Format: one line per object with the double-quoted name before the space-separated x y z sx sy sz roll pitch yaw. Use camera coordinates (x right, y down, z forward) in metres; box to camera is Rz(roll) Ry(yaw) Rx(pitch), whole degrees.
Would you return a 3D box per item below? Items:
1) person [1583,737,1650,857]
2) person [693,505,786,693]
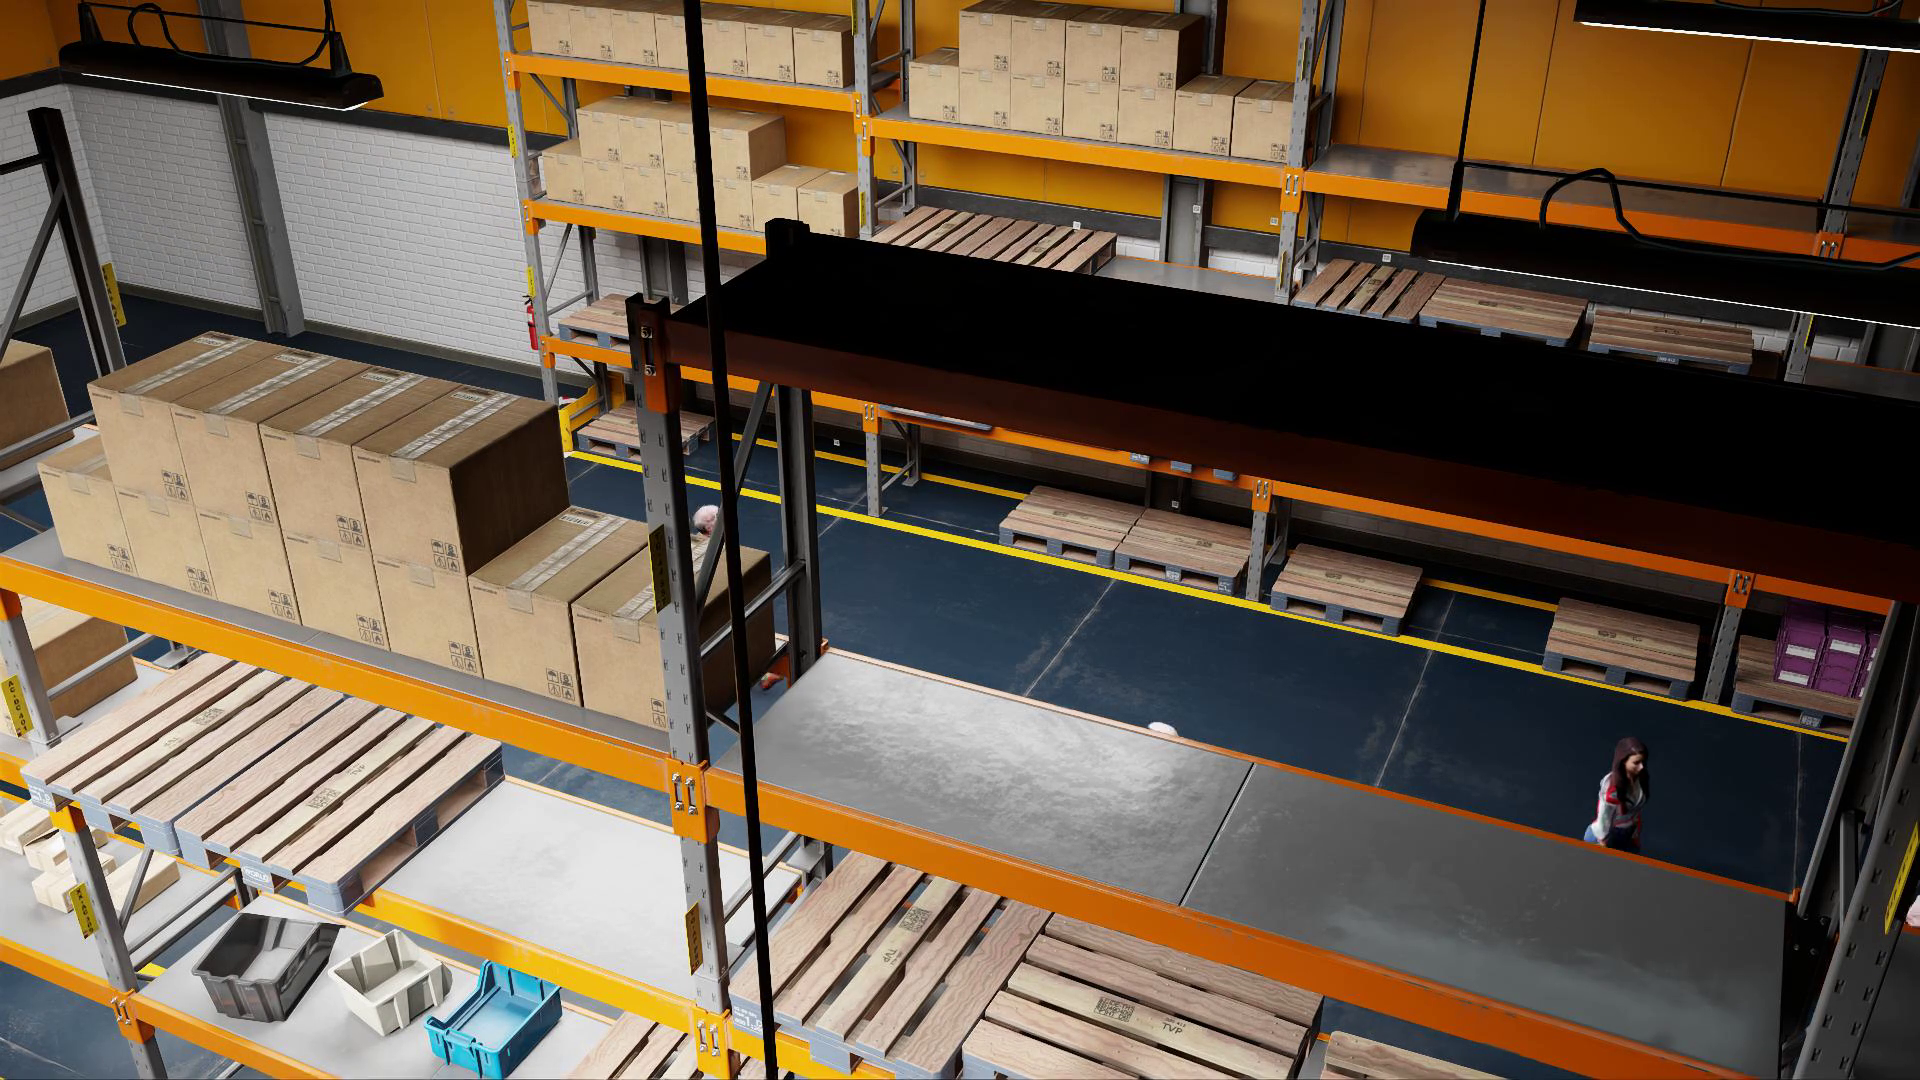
"person" 4.370 1.991 11.324 1.003 1.571 1.106 -13 31 -23
"person" -2.128 0.580 13.642 1.349 1.826 1.087 -1 29 -2
